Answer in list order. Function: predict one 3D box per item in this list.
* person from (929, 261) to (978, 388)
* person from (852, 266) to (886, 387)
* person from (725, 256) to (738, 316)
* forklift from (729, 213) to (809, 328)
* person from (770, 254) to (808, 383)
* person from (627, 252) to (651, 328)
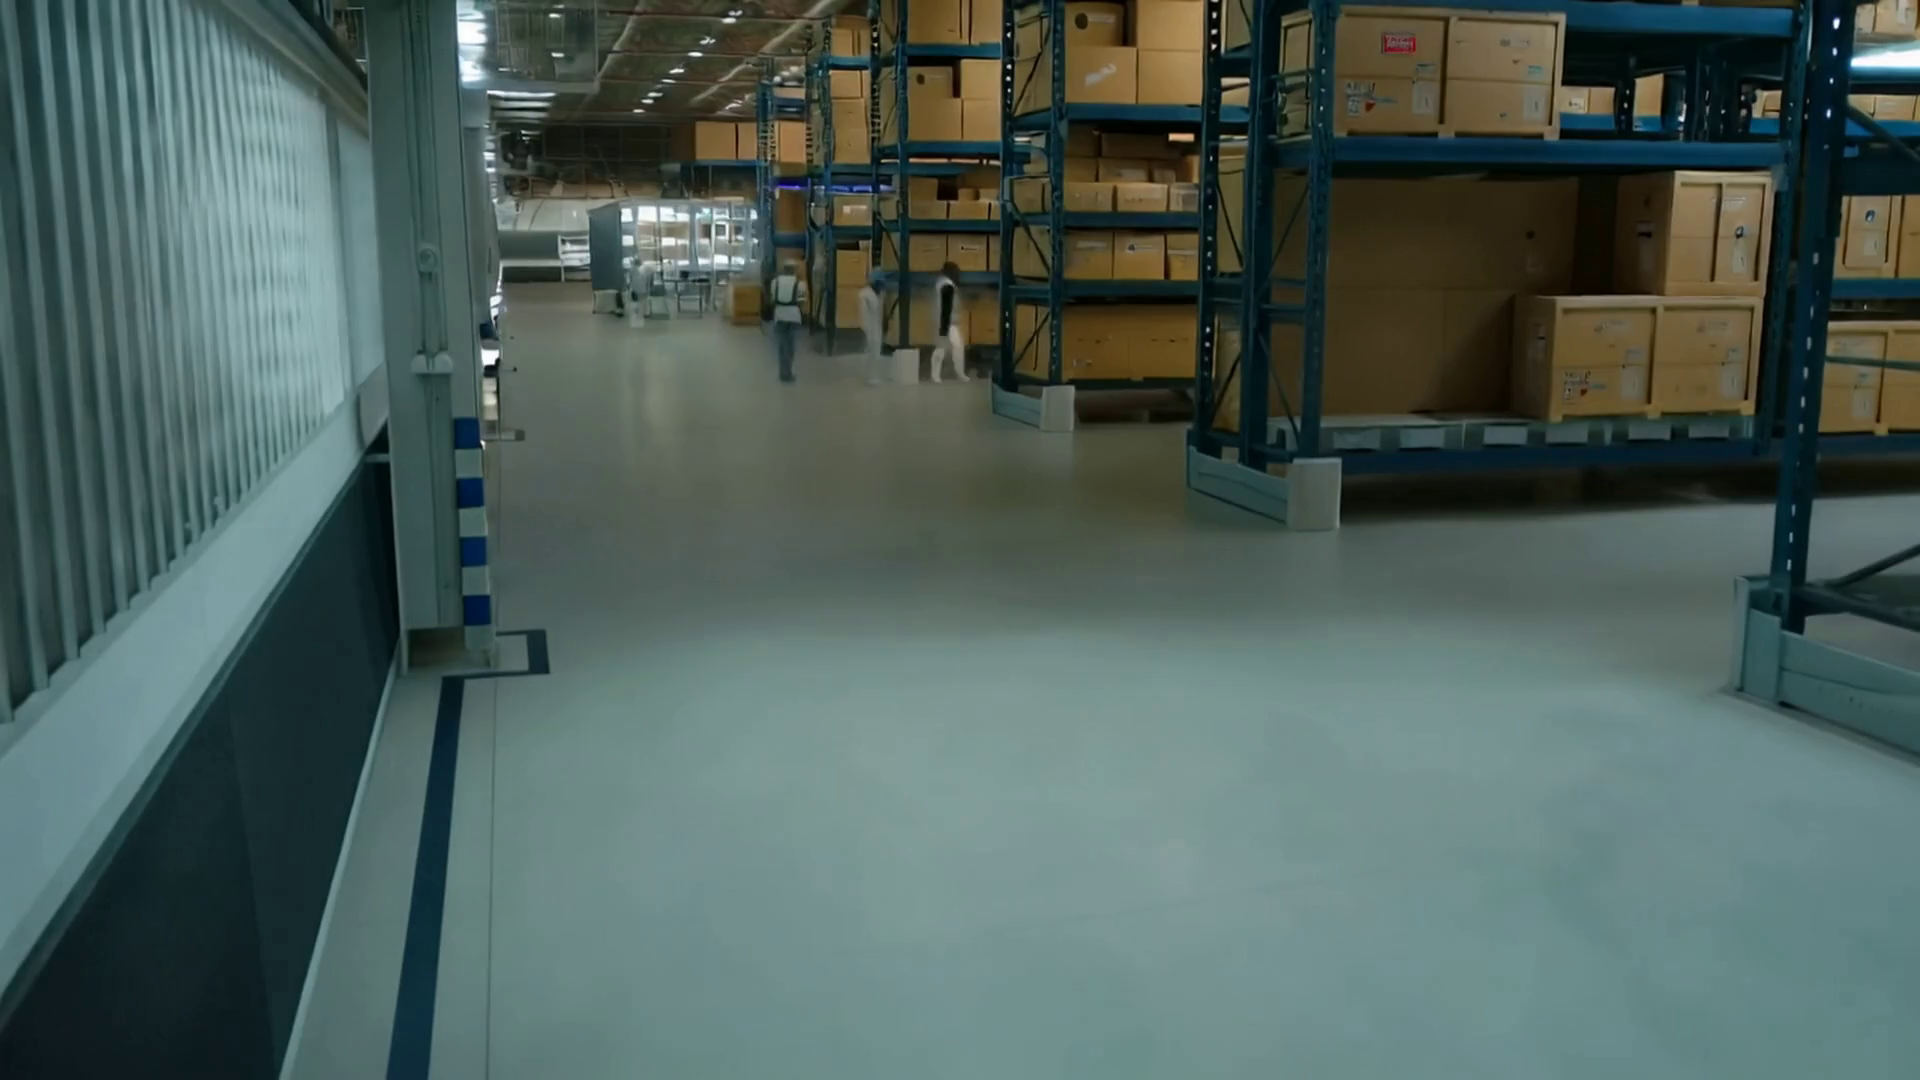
[{"bbox_3d":[-0.074,-3.068,23.778,0.816,1.807,0.637,-2,10,-12],"label":"person"},{"bbox_3d":[-1.285,-3.076,24.024,0.455,1.735,0.580,8,13,37],"label":"person"},{"bbox_3d":[-6.571,-7.324,48.100,0.485,1.735,0.347,6,11,29],"label":"person"},{"bbox_3d":[-4.757,-6.692,41.264,1.873,2.768,1.129,-3,10,-15],"label":"forklift"},{"bbox_3d":[-2.527,-3.299,24.803,0.554,1.907,0.681,3,10,16],"label":"person"},{"bbox_3d":[-8.069,-6.275,41.760,0.549,1.883,1.042,-5,11,-25],"label":"person"}]
